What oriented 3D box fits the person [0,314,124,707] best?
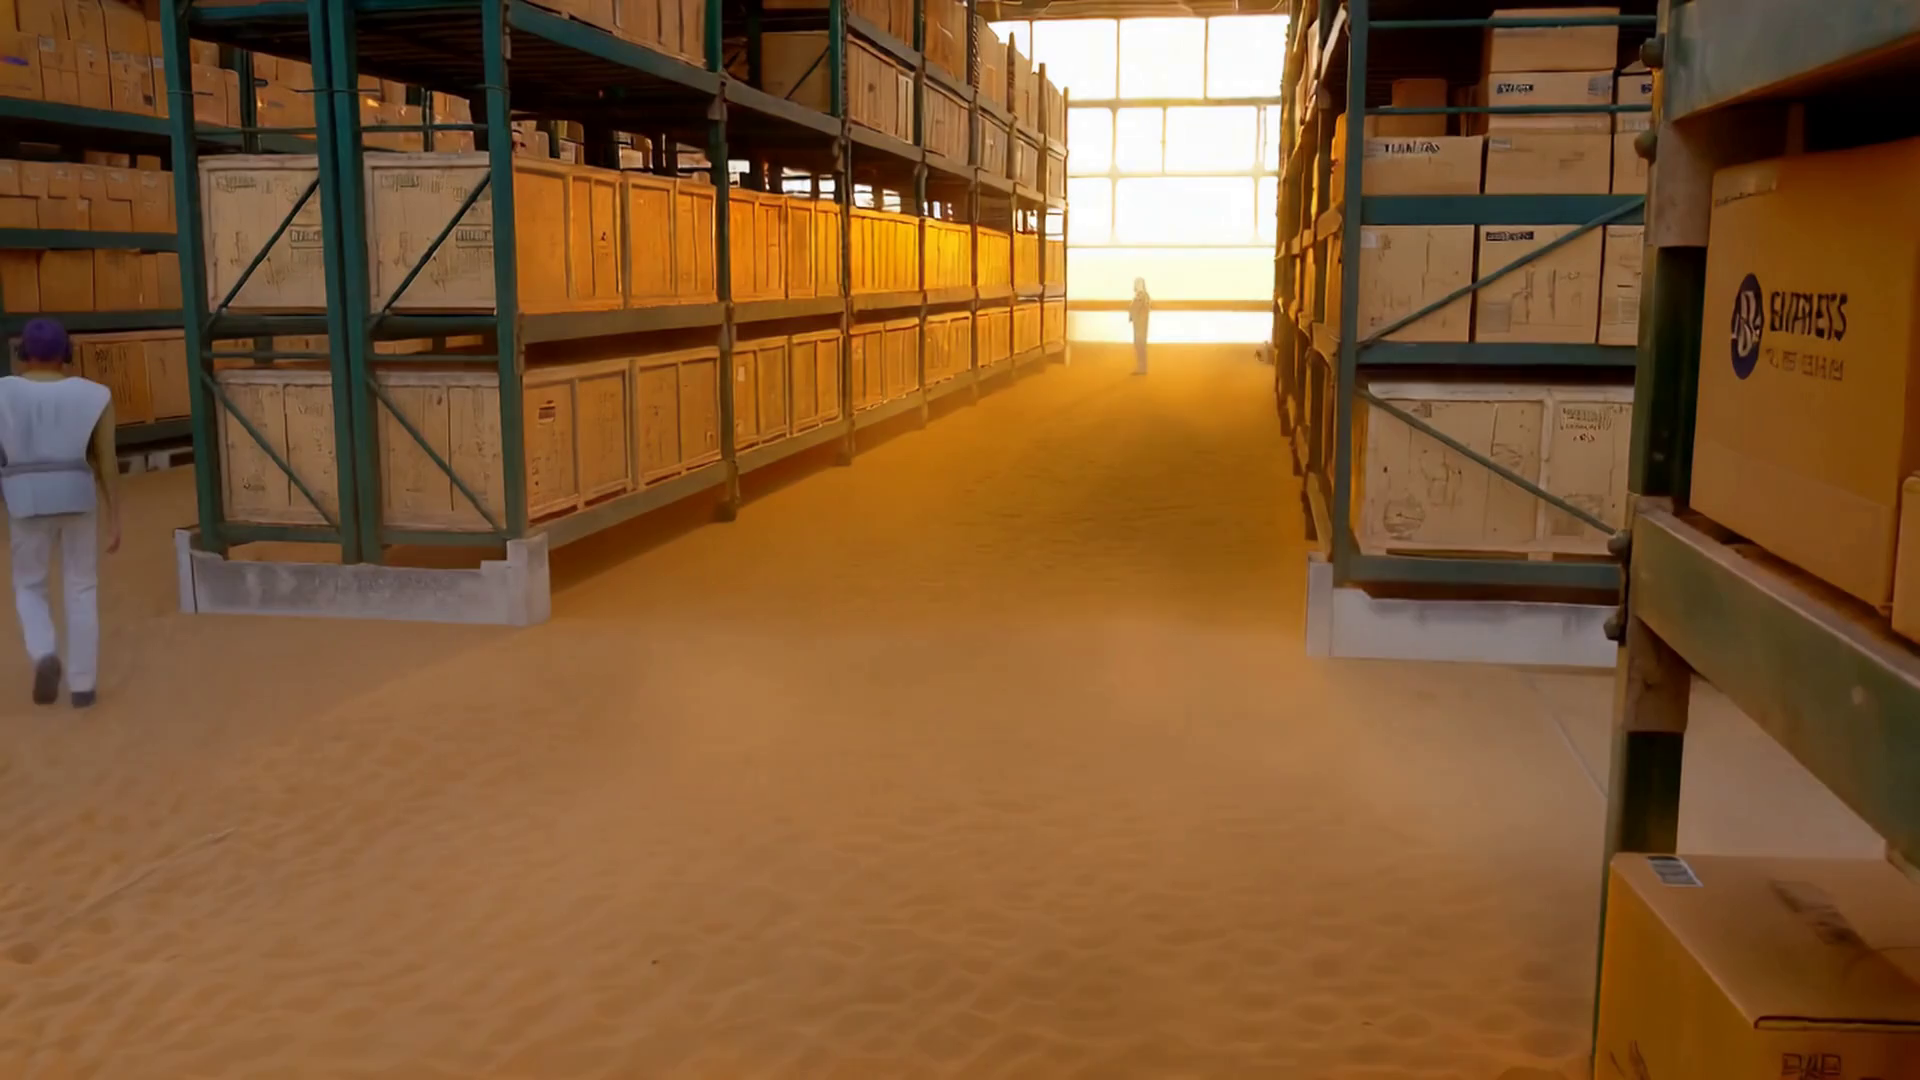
[{"bbox_3d":[-4.170,-0.118,7.657,0.595,1.828,0.442,-5,10,-28],"label":"person"}]

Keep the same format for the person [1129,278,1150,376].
[{"bbox_3d":[3.507,-4.172,32.584,0.403,1.906,0.652,3,10,15],"label":"person"}]

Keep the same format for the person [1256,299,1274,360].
[{"bbox_3d":[7.032,-4.856,37.183,0.671,1.797,0.609,1,9,6],"label":"person"}]
